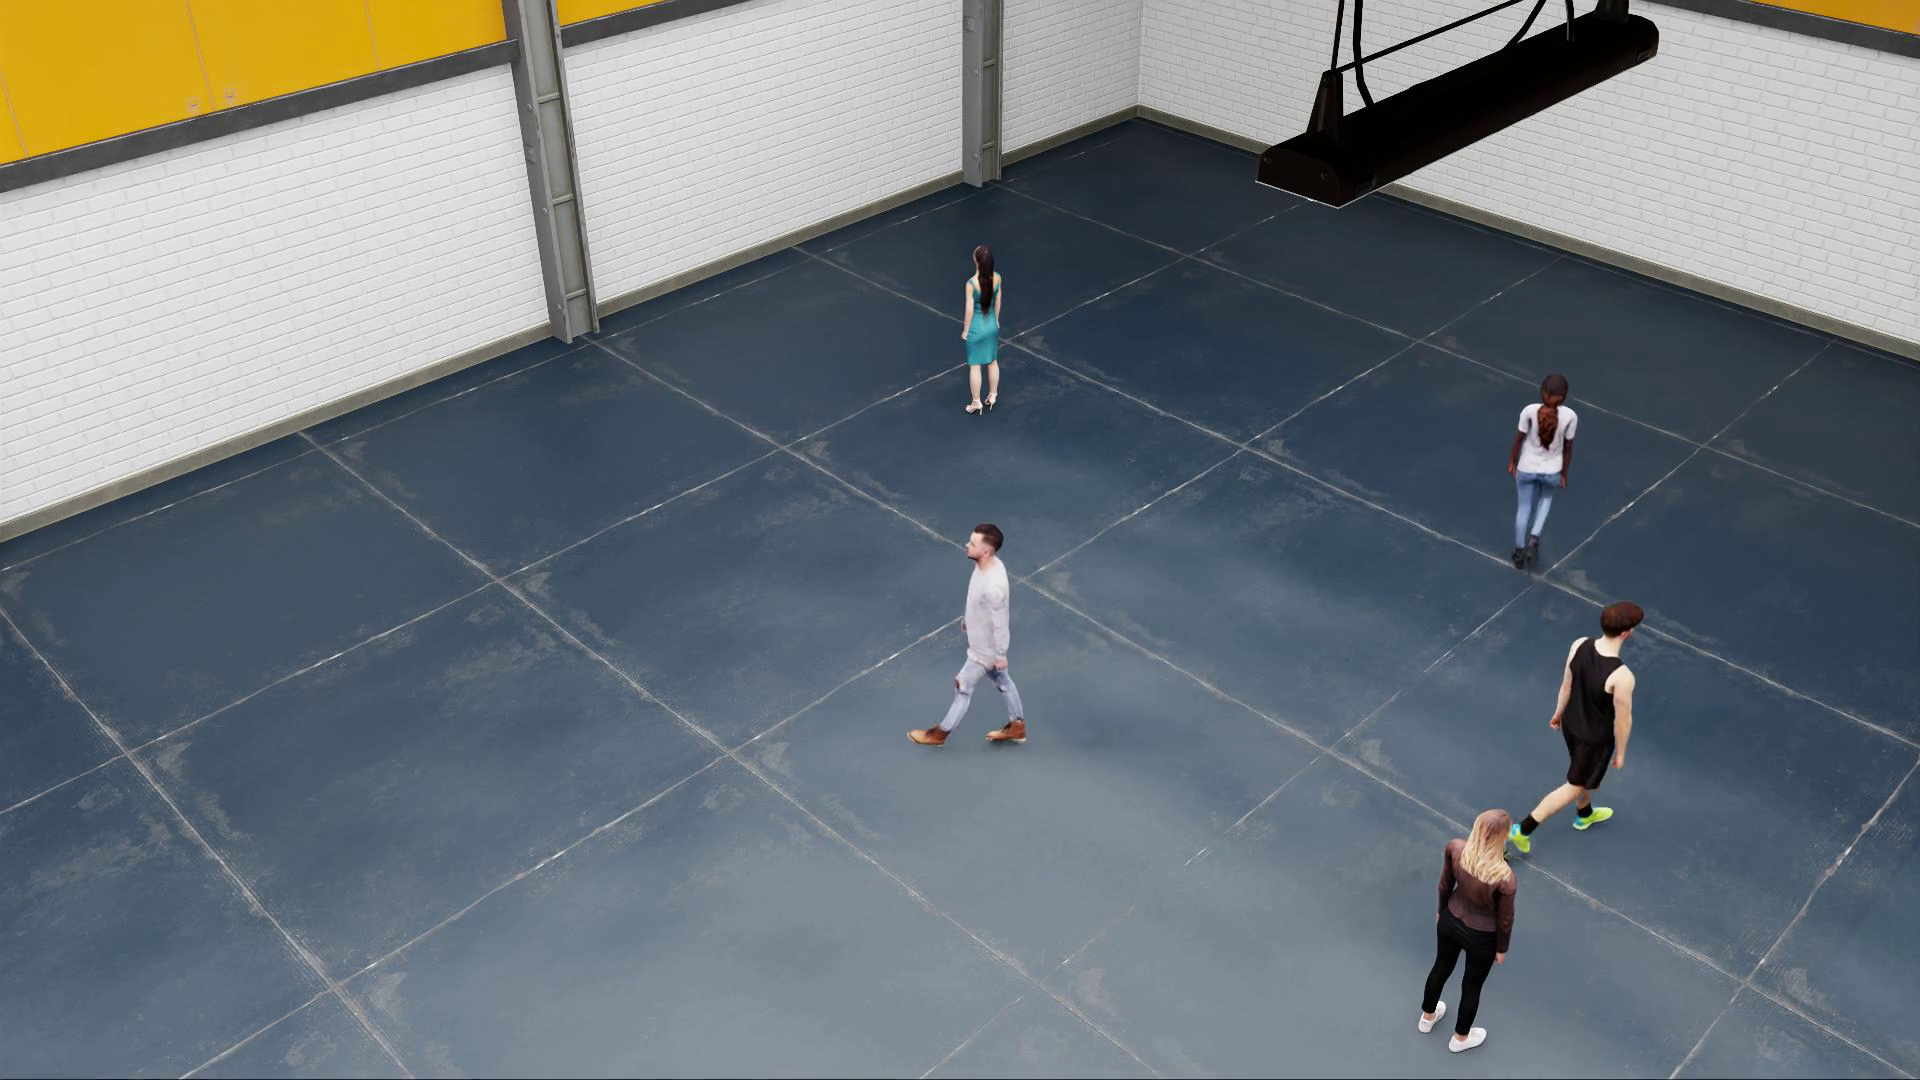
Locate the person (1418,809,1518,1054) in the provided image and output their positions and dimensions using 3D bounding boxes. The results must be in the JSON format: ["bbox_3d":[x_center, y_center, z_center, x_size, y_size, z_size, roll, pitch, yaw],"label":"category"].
[{"bbox_3d":[2.810,2.151,9.188,0.521,1.705,0.617,-25,41,-33],"label":"person"}]

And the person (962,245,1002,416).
[{"bbox_3d":[0.207,-1.944,15.365,0.481,1.687,0.641,-20,39,-28],"label":"person"}]

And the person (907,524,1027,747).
[{"bbox_3d":[0.271,0.682,11.312,1.190,1.800,1.102,-2,34,-3],"label":"person"}]

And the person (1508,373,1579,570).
[{"bbox_3d":[4.588,-0.505,13.173,0.738,1.716,0.779,9,35,13],"label":"person"}]

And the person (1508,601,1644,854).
[{"bbox_3d":[3.892,1.215,10.454,1.263,1.861,0.986,-13,36,-19],"label":"person"}]
